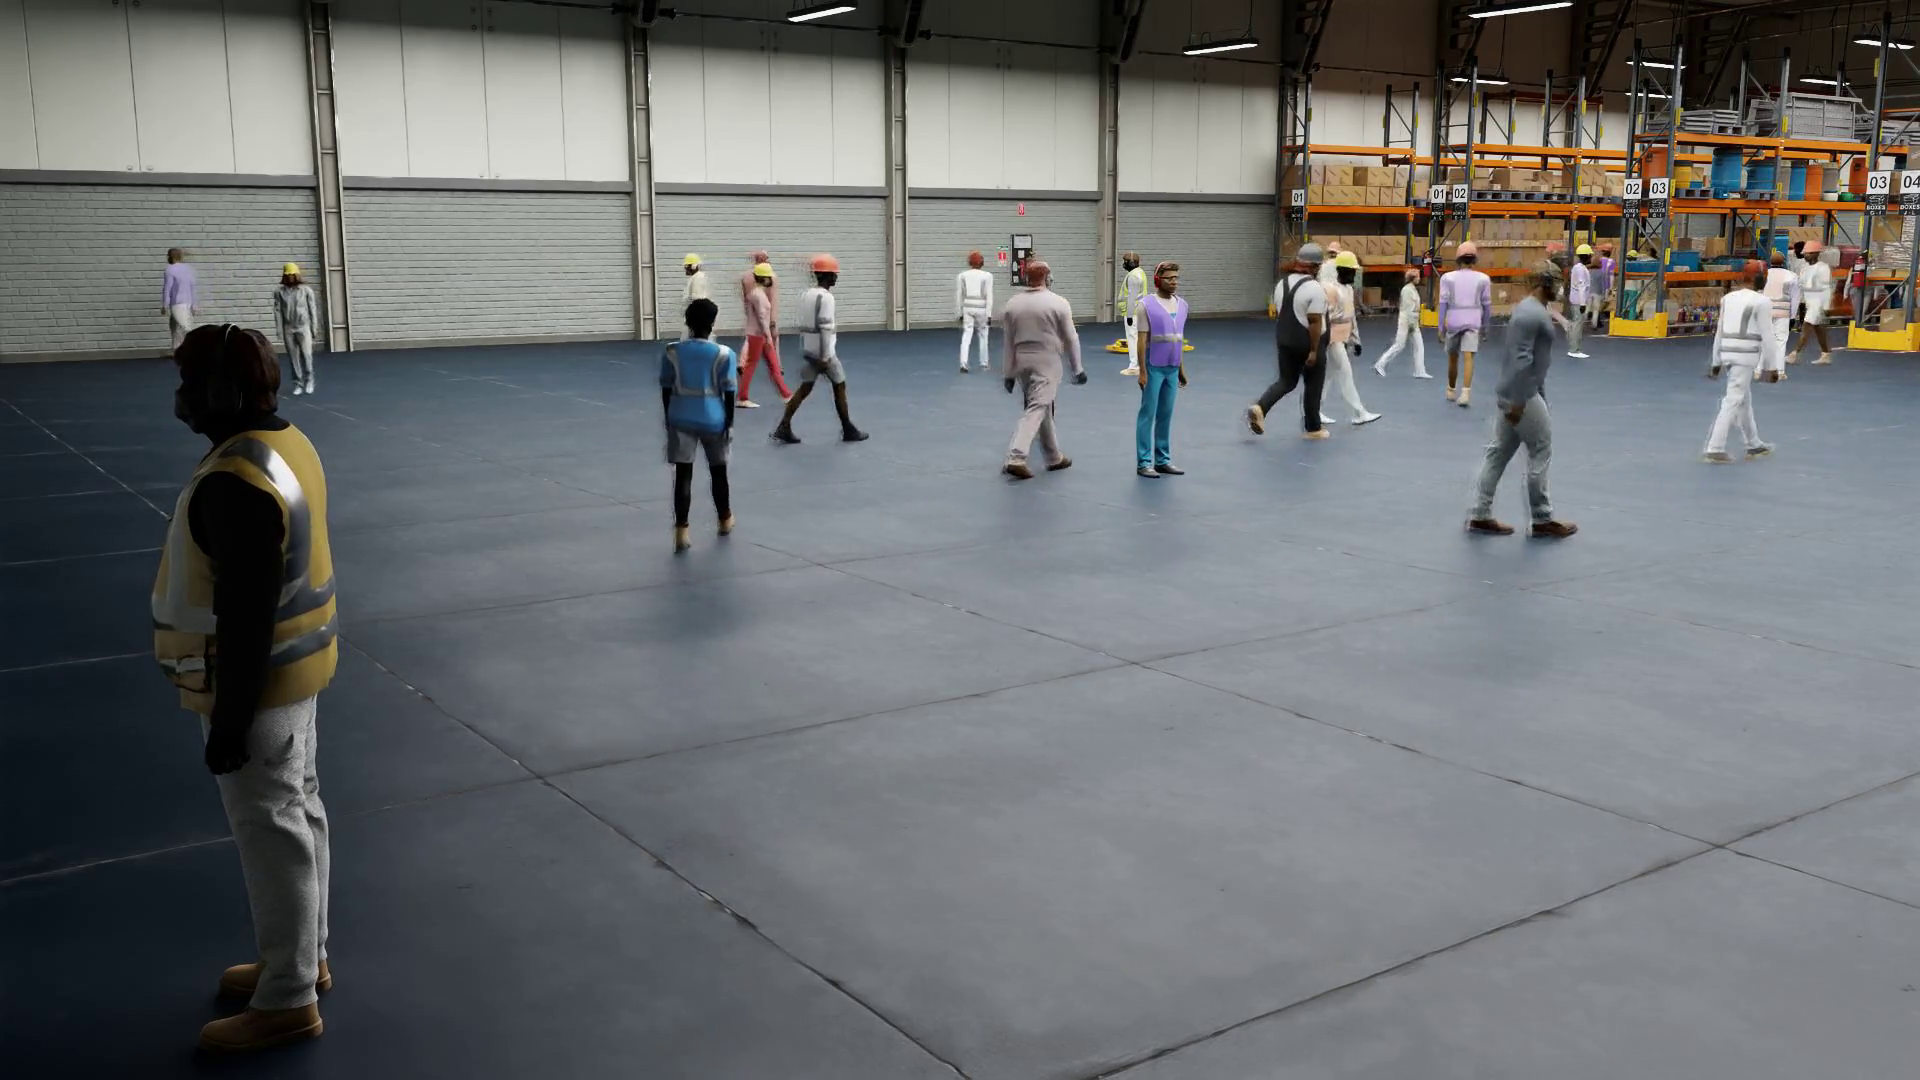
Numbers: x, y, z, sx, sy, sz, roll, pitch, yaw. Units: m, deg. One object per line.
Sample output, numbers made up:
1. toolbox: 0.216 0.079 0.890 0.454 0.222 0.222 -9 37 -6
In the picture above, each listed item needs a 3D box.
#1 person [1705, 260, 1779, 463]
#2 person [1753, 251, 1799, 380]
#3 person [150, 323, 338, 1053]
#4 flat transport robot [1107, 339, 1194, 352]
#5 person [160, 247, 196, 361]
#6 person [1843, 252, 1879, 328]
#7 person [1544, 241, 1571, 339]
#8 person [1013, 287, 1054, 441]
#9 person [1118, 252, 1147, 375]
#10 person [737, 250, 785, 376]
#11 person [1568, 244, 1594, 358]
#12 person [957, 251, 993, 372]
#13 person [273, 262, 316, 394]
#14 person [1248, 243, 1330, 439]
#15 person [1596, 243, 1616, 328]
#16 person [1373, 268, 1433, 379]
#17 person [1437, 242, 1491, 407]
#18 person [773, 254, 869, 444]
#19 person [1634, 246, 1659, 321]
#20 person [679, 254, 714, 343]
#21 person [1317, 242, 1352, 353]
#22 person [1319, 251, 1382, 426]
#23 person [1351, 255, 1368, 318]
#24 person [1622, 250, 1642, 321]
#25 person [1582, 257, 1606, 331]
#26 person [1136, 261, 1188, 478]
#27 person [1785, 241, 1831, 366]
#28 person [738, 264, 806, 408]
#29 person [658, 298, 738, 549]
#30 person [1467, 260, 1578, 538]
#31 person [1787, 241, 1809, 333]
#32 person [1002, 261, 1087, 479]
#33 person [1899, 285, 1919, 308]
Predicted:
1. person: 7.220 -1.615 15.151 0.927 1.839 0.607 -2 11 -12
2. person: 11.763 -3.230 24.032 0.638 1.840 0.429 7 13 34
3. person: -1.817 0.373 4.260 0.429 1.844 0.627 -2 11 -13
4. flat transport robot: 3.415 -3.501 29.807 1.431 0.197 0.652 -4 11 -21
5. person: -12.829 -3.889 27.494 0.952 1.903 0.627 1 10 4
6. person: 18.283 -4.977 33.734 0.917 1.790 0.611 -9 14 -42
7. person: 11.757 -4.908 32.863 0.831 1.974 0.624 1 10 6
8. person: 0.772 -1.850 16.837 0.540 1.700 0.316 9 14 40
9. person: 2.581 -3.378 24.862 0.430 1.838 0.632 3 11 17
10. person: -2.939 -3.312 24.404 0.640 1.871 0.975 5 11 24
11. person: 10.620 -4.086 28.460 0.358 1.930 0.588 2 11 12
12. person: 0.213 -3.479 25.387 0.589 1.844 0.964 4 11 19
13. person: -8.664 -2.747 21.691 0.491 1.729 0.525 -2 10 -9
14. person: 3.385 -2.019 16.824 0.834 2.000 0.683 -6 12 -31
15. person: 14.501 -5.741 37.570 0.570 1.917 0.546 -10 14 -43
16. person: 6.487 -3.157 24.255 0.800 1.605 0.512 7 12 33
17. person: 6.175 -2.644 20.396 0.626 1.990 1.076 2 11 11
18. person: -1.414 -1.891 16.570 1.005 1.897 0.564 -6 12 -32
19. person: 16.445 -6.082 39.679 0.887 1.841 0.525 -8 13 -36
20. person: -4.194 -3.554 25.923 0.910 1.781 0.606 -4 11 -21
21. person: 6.494 -4.172 28.858 0.640 1.945 0.951 9 14 41
22. person: 4.239 -2.182 18.123 0.926 1.884 0.617 6 12 31
23. person: 9.862 -6.254 41.204 0.564 1.617 0.505 -2 11 -13
24. person: 14.584 -5.416 36.204 0.309 1.769 0.525 -9 14 -40
25. person: 13.788 -5.345 36.221 0.512 1.621 0.459 9 14 41
26. person: 1.728 -1.469 14.342 0.564 1.847 0.395 -9 13 -40
27. person: 13.566 -3.772 26.588 1.034 1.978 0.618 0 10 -1
28. person: -2.287 -2.441 19.976 0.868 1.721 0.553 0 10 -1
29. person: -1.750 -0.787 11.153 0.545 1.646 0.889 0 10 1
30. person: 3.931 -0.961 11.428 0.820 1.892 0.661 2 11 13
31. person: 17.924 -5.403 35.600 0.372 1.959 0.603 -6 12 -31
32. person: 0.677 -1.468 14.345 0.645 1.854 1.033 9 14 41
33. person: 19.207 -4.984 33.407 0.633 1.932 0.366 5 12 27
